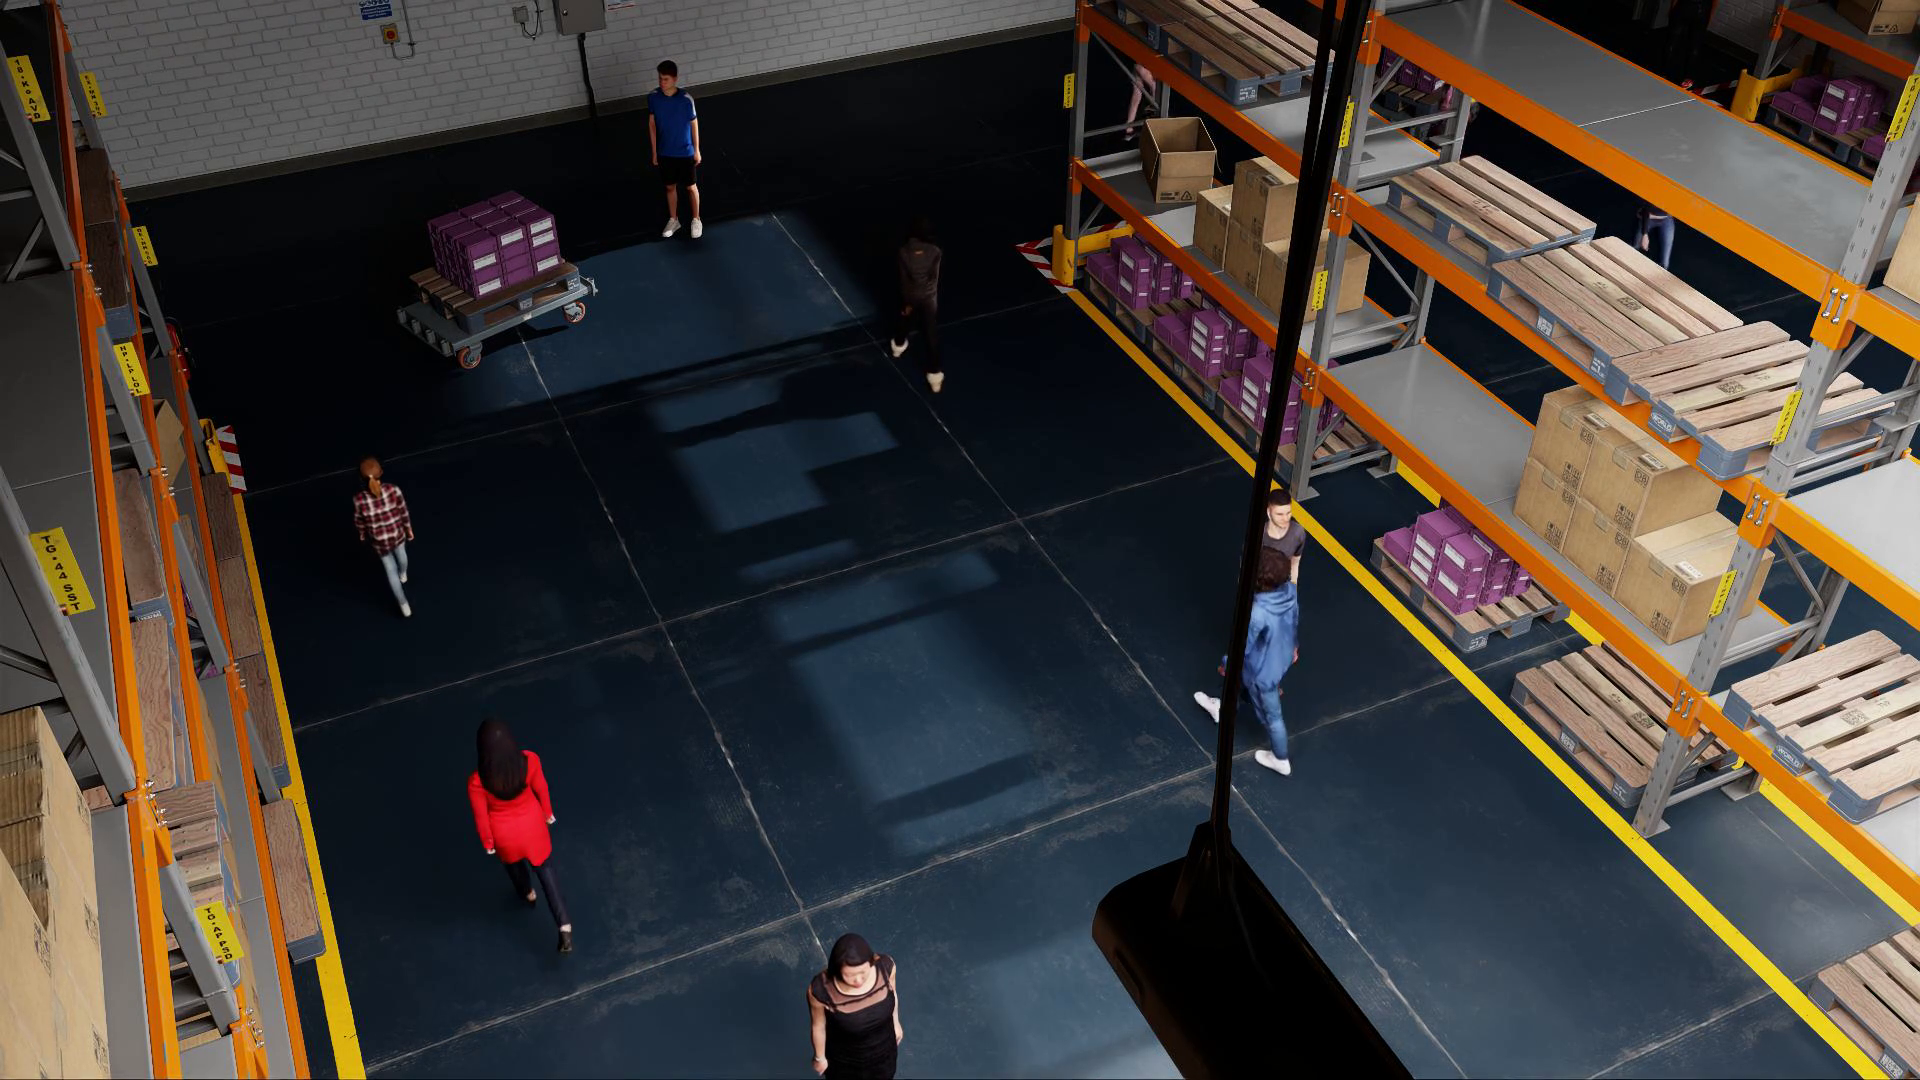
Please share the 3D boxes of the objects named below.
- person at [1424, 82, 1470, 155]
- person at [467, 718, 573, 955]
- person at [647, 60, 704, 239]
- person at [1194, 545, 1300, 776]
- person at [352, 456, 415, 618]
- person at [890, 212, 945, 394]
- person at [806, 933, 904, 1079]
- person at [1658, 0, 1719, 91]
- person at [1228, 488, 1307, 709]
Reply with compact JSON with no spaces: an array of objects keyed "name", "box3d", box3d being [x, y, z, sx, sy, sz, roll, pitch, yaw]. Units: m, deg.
[{"name":"person","box3d":[4.981,-3.935,16.901,1.001,1.634,1.064,1,39,1]},{"name":"person","box3d":[-2.549,1.749,9.710,0.681,1.725,1.037,-21,43,-25]},{"name":"person","box3d":[-2.845,-3.936,16.715,0.752,1.866,0.753,3,39,4]},{"name":"person","box3d":[2.058,0.835,10.821,1.208,1.768,0.990,29,47,32]},{"name":"person","box3d":[-4.221,-0.011,12.276,0.540,1.274,0.893,-17,42,-21]},{"name":"person","box3d":[-0.370,-2.206,14.731,0.861,1.639,1.202,-6,39,-8]},{"name":"person","box3d":[-0.538,2.610,8.638,0.658,1.718,0.586,-18,42,-21]},{"name":"person","box3d":[8.637,-6.237,19.637,0.761,1.816,0.835,16,41,19]},{"name":"person","box3d":[2.088,0.382,11.391,0.635,1.764,0.552,-14,41,-17]}]
